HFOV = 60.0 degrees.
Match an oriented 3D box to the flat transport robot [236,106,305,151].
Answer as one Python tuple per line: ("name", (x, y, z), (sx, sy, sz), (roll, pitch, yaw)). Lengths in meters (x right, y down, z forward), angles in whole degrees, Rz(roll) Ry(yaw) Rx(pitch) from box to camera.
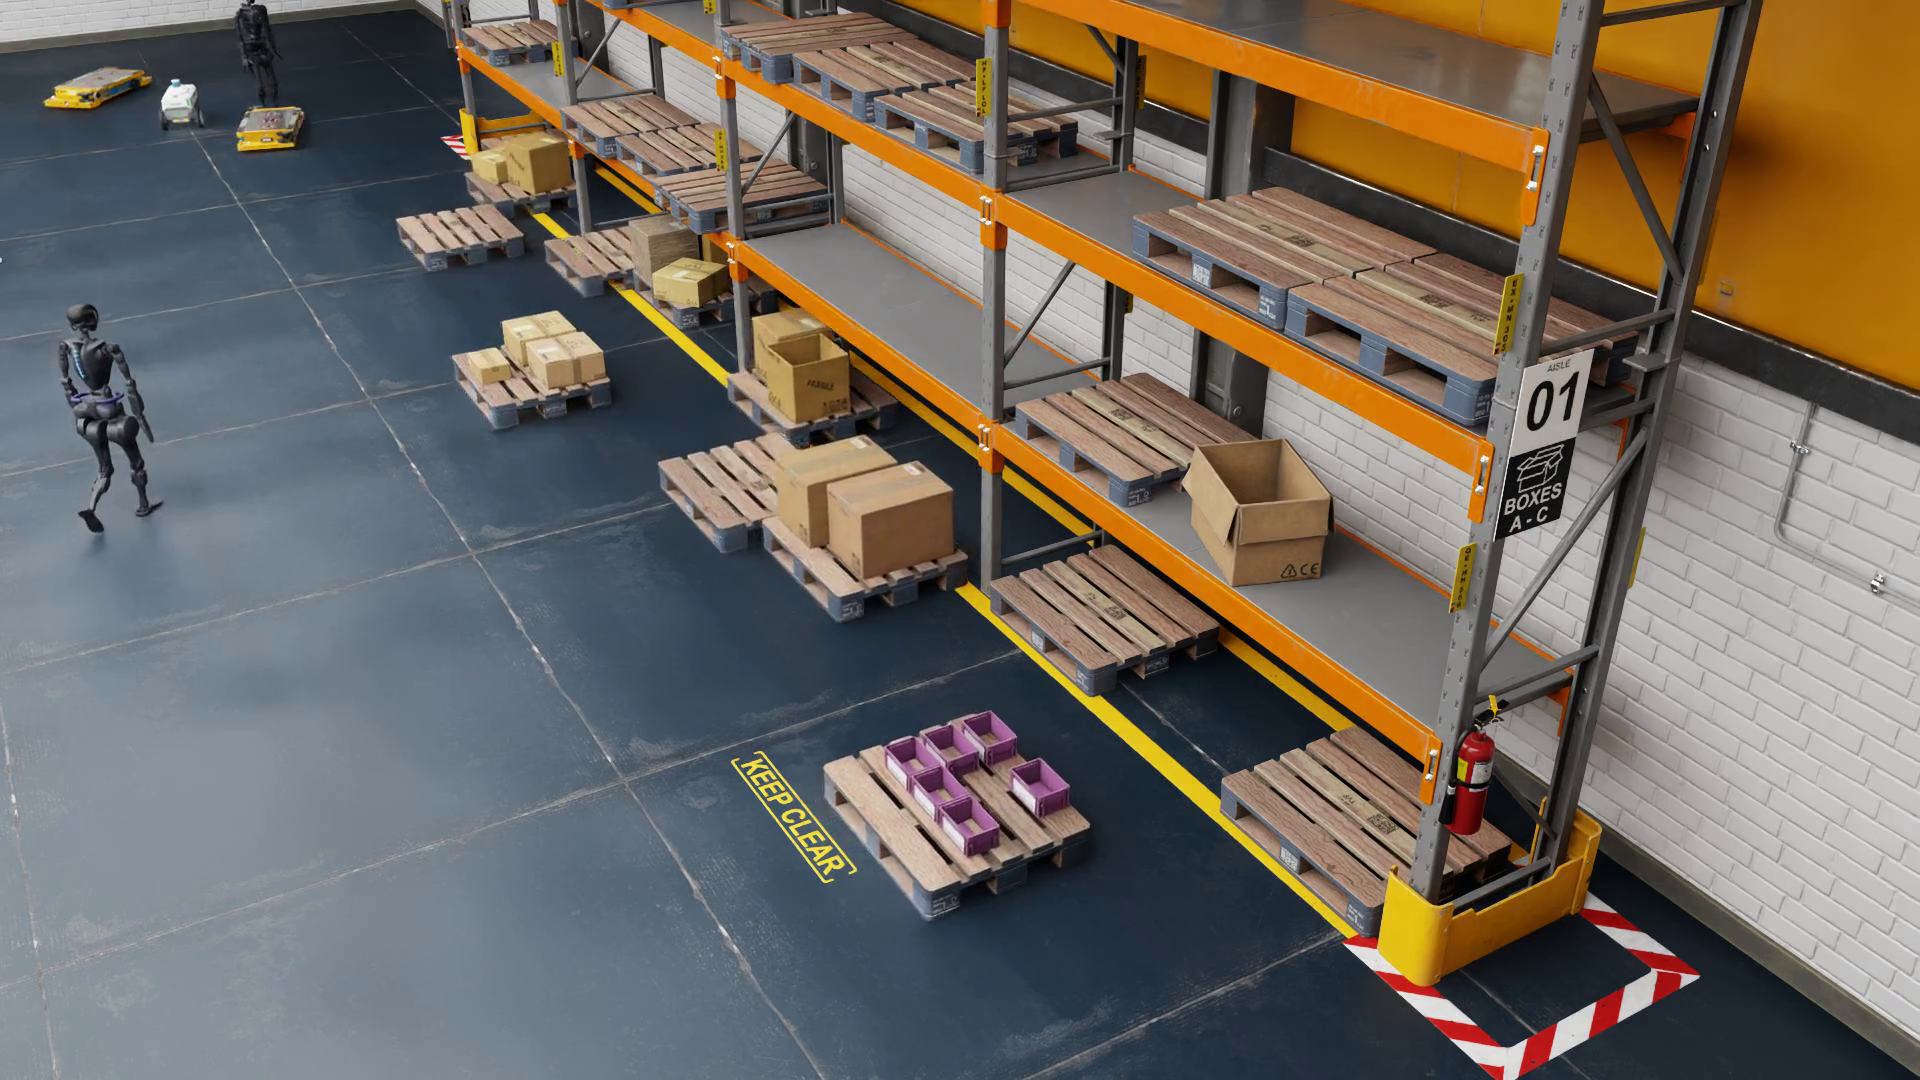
("flat transport robot", (-8.568, -5.135, 20.698), (0.659, 0.231, 1.431), (-7, 30, -12))

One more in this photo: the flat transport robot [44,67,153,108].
("flat transport robot", (-11.584, -6.085, 22.375), (0.659, 0.231, 1.431), (4, 30, 8))

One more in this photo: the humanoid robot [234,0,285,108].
("humanoid robot", (-8.932, -6.225, 21.191), (0.328, 1.650, 0.599), (14, 32, 23))

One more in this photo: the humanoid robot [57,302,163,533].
("humanoid robot", (-6.059, -0.851, 11.718), (0.608, 1.629, 0.625), (5, 30, 9))

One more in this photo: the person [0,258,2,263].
("person", (-9.870, -3.474, 16.309), (0.465, 1.706, 0.368), (-5, 30, -9))

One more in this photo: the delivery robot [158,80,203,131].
("delivery robot", (-9.888, -5.537, 21.094), (0.499, 0.571, 0.756), (-8, 30, -13))
